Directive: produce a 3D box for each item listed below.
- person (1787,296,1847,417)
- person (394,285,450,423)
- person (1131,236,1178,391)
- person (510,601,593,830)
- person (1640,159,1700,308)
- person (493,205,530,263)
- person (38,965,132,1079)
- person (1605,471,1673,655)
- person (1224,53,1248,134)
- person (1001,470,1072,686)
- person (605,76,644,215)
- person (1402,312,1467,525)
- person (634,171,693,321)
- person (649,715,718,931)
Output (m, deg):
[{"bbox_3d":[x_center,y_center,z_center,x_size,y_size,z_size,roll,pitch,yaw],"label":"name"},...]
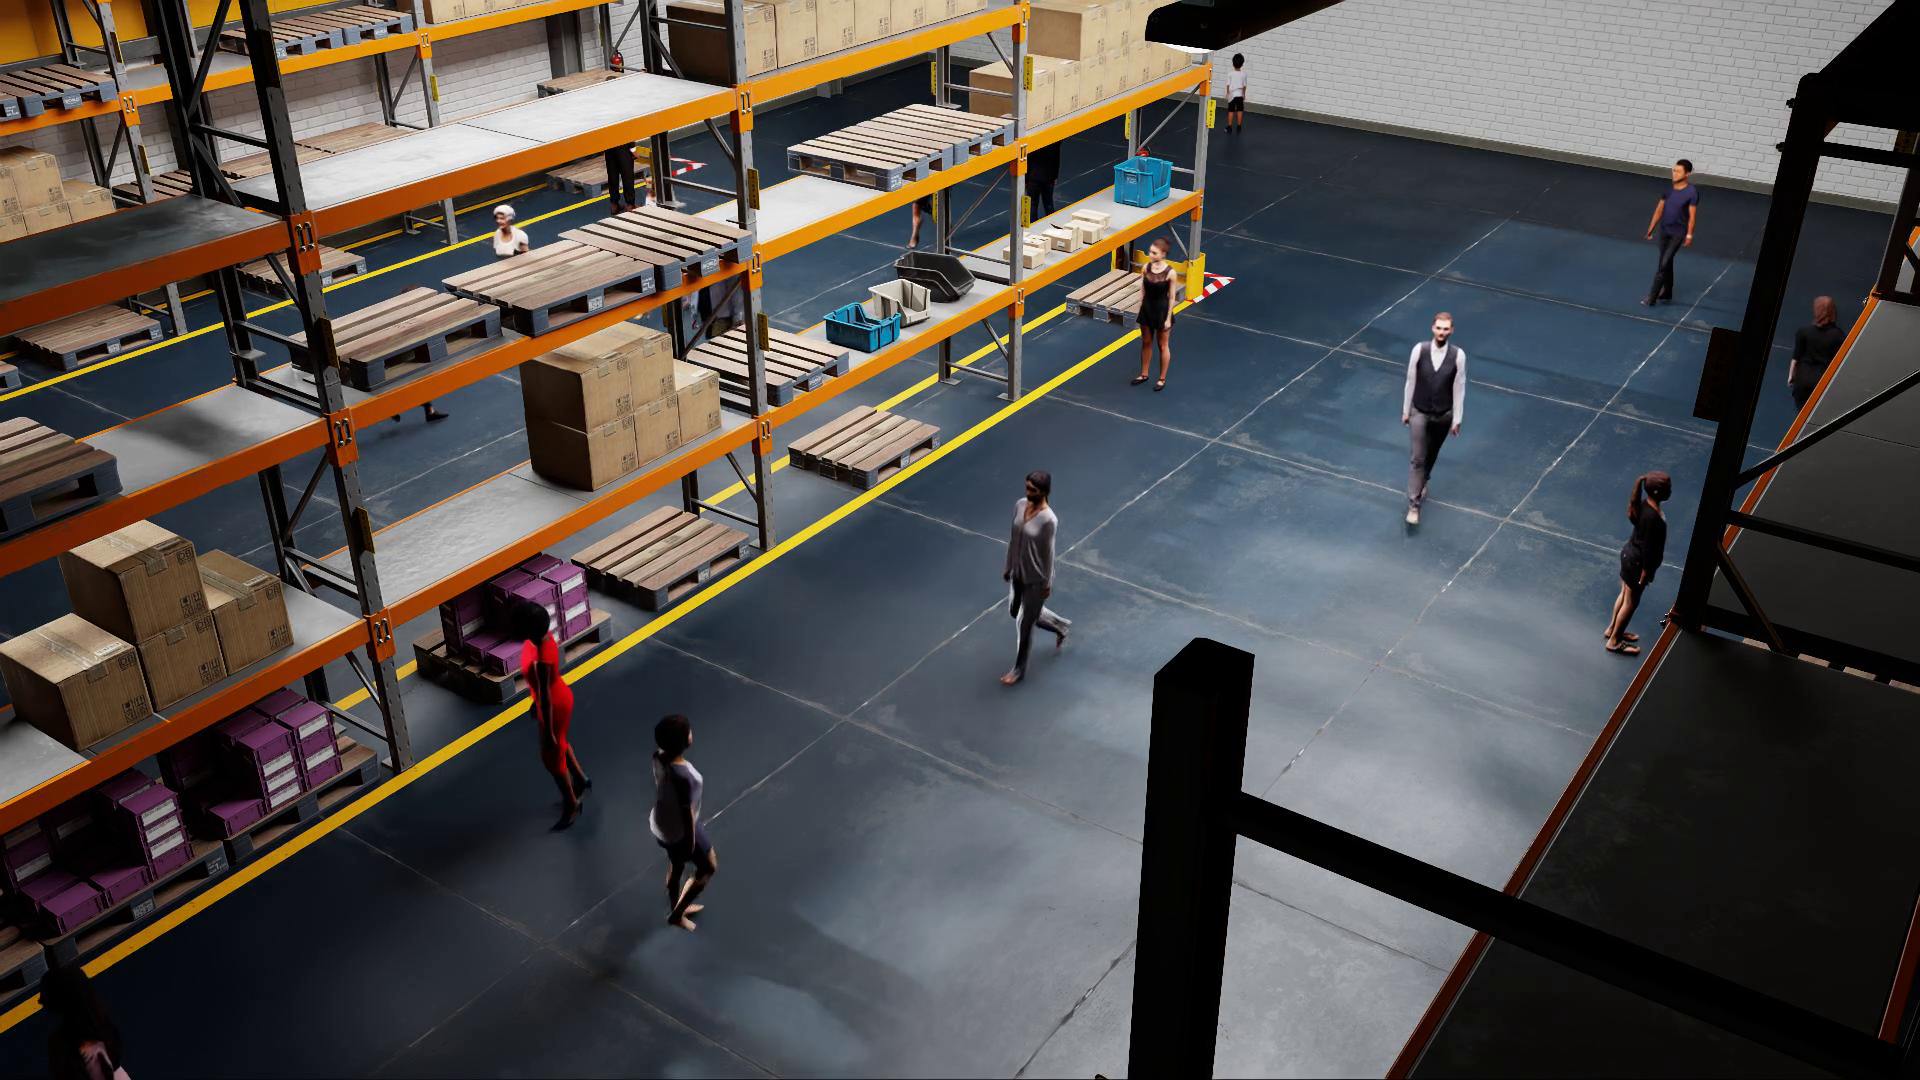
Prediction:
[{"bbox_3d":[8.199,-1.484,15.957,0.677,1.682,0.677,18,33,29],"label":"person"},{"bbox_3d":[-5.548,-1.838,16.823,0.910,1.473,0.738,-20,34,-32],"label":"person"},{"bbox_3d":[2.096,-2.425,17.685,0.579,1.680,0.568,21,35,33],"label":"person"},{"bbox_3d":[-2.709,1.143,11.087,0.781,1.734,0.738,-9,30,-16],"label":"person"},{"bbox_3d":[8.595,-3.686,19.903,1.035,1.768,0.901,-15,32,-25],"label":"person"},{"bbox_3d":[-4.848,-2.862,18.457,0.875,1.707,1.184,8,30,14],"label":"person"},{"bbox_3d":[-4.056,2.744,8.107,1.180,1.776,1.017,-10,30,-17],"label":"person"},{"bbox_3d":[5.342,0.152,13.092,0.675,1.554,0.585,5,29,9],"label":"person"},{"bbox_3d":[4.478,-7.248,26.962,0.579,1.262,0.629,-1,29,-1],"label":"person"},{"bbox_3d":[0.595,0.239,12.721,1.033,1.755,0.788,-21,35,-33],"label":"person"},{"bbox_3d":[-4.732,-5.466,23.024,0.728,1.905,0.679,12,31,21],"label":"person"},{"bbox_3d":[4.315,-1.177,15.182,0.973,1.885,1.307,7,29,13],"label":"person"},{"bbox_3d":[-3.432,-3.474,19.569,0.632,1.716,1.189,19,34,31],"label":"person"},{"bbox_3d":[-1.776,1.758,10.148,0.654,1.554,0.622,-23,36,-36],"label":"person"}]
